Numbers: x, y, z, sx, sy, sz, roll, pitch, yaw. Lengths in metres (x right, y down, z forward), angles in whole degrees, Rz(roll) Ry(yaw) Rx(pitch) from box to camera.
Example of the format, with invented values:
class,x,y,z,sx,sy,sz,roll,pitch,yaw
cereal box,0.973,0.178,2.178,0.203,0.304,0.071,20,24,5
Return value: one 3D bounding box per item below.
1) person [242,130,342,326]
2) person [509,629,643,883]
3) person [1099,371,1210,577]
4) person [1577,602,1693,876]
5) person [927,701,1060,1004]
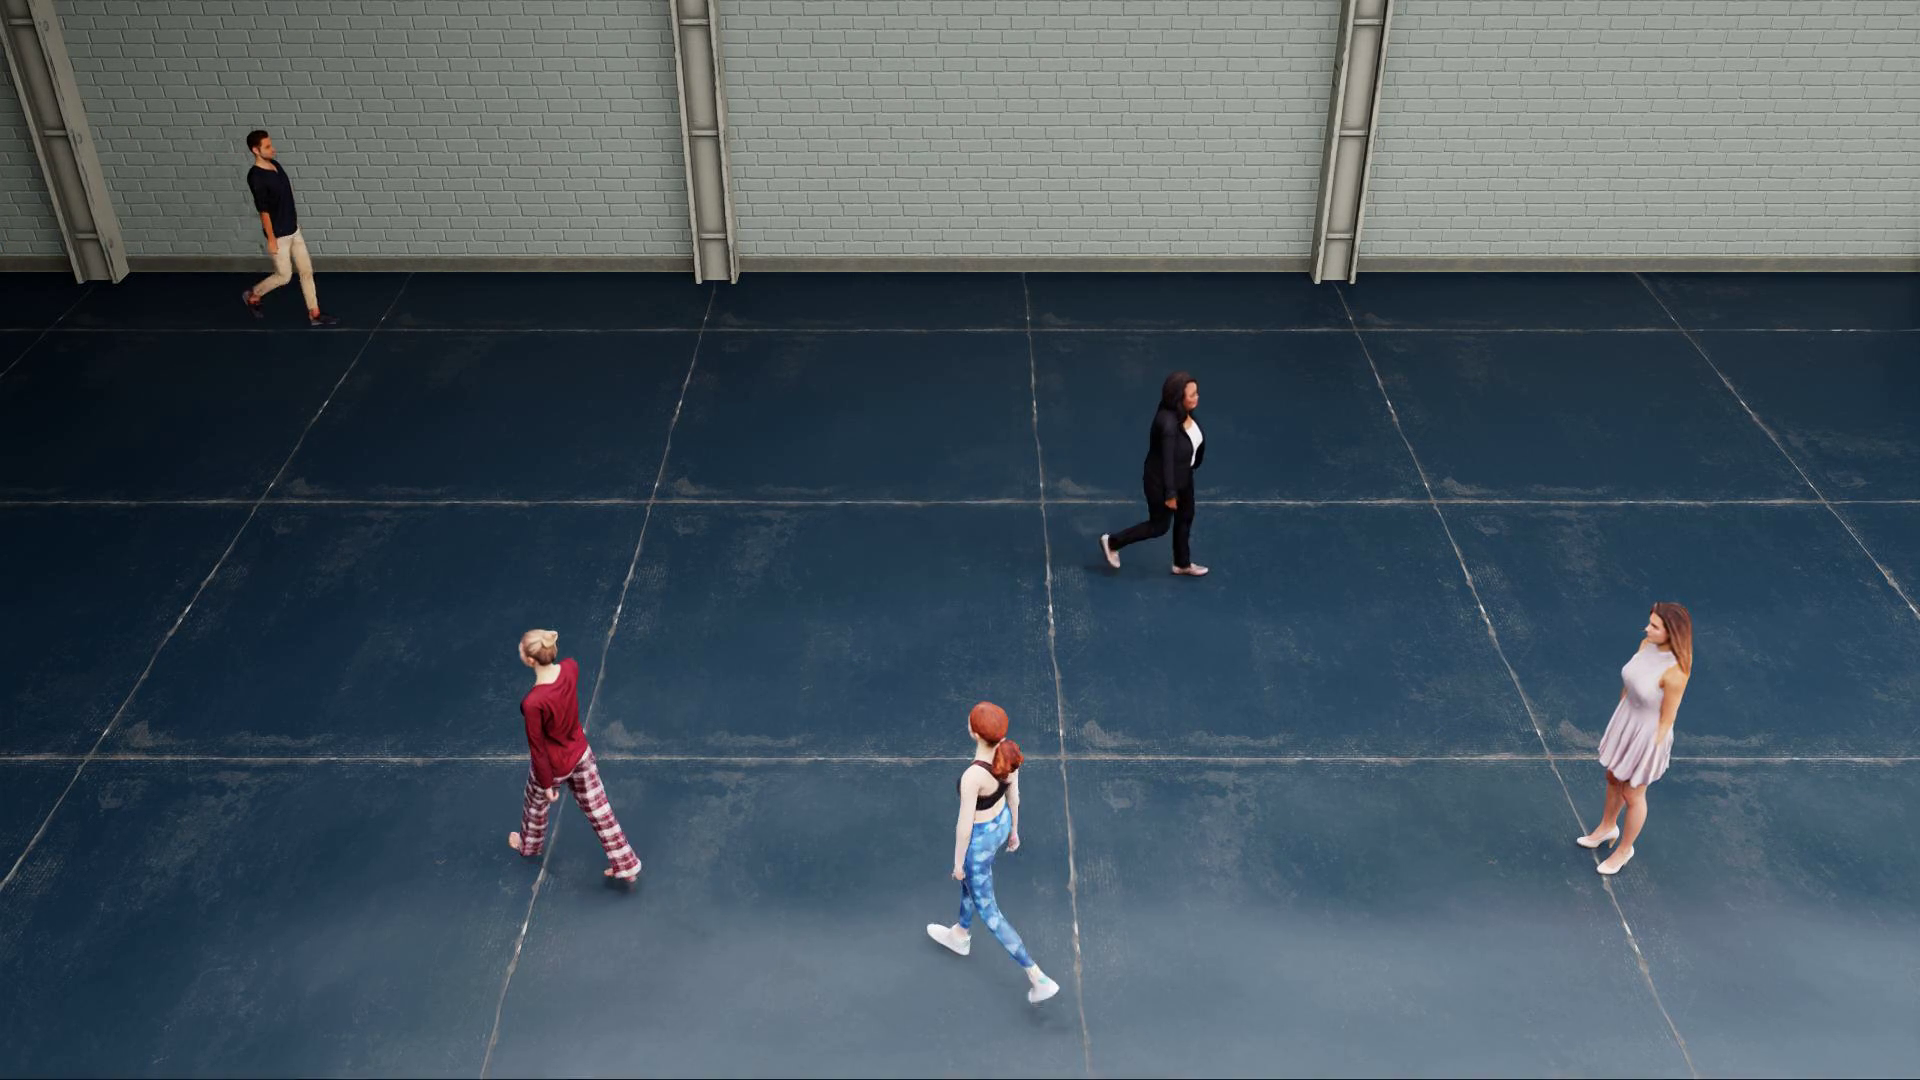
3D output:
class,x,y,z,sx,sy,sz,roll,pitch,yaw
person,-6.130,-2.742,14.820,1.084,1.837,0.718,3,33,4
person,-2.075,1.190,8.944,1.181,1.651,0.977,17,37,25
person,1.357,-0.416,11.470,1.096,1.589,0.862,11,35,16
person,3.680,1.074,9.014,0.614,1.769,0.596,-5,33,-7
person,0.185,1.569,8.262,1.157,1.759,1.046,25,41,33
